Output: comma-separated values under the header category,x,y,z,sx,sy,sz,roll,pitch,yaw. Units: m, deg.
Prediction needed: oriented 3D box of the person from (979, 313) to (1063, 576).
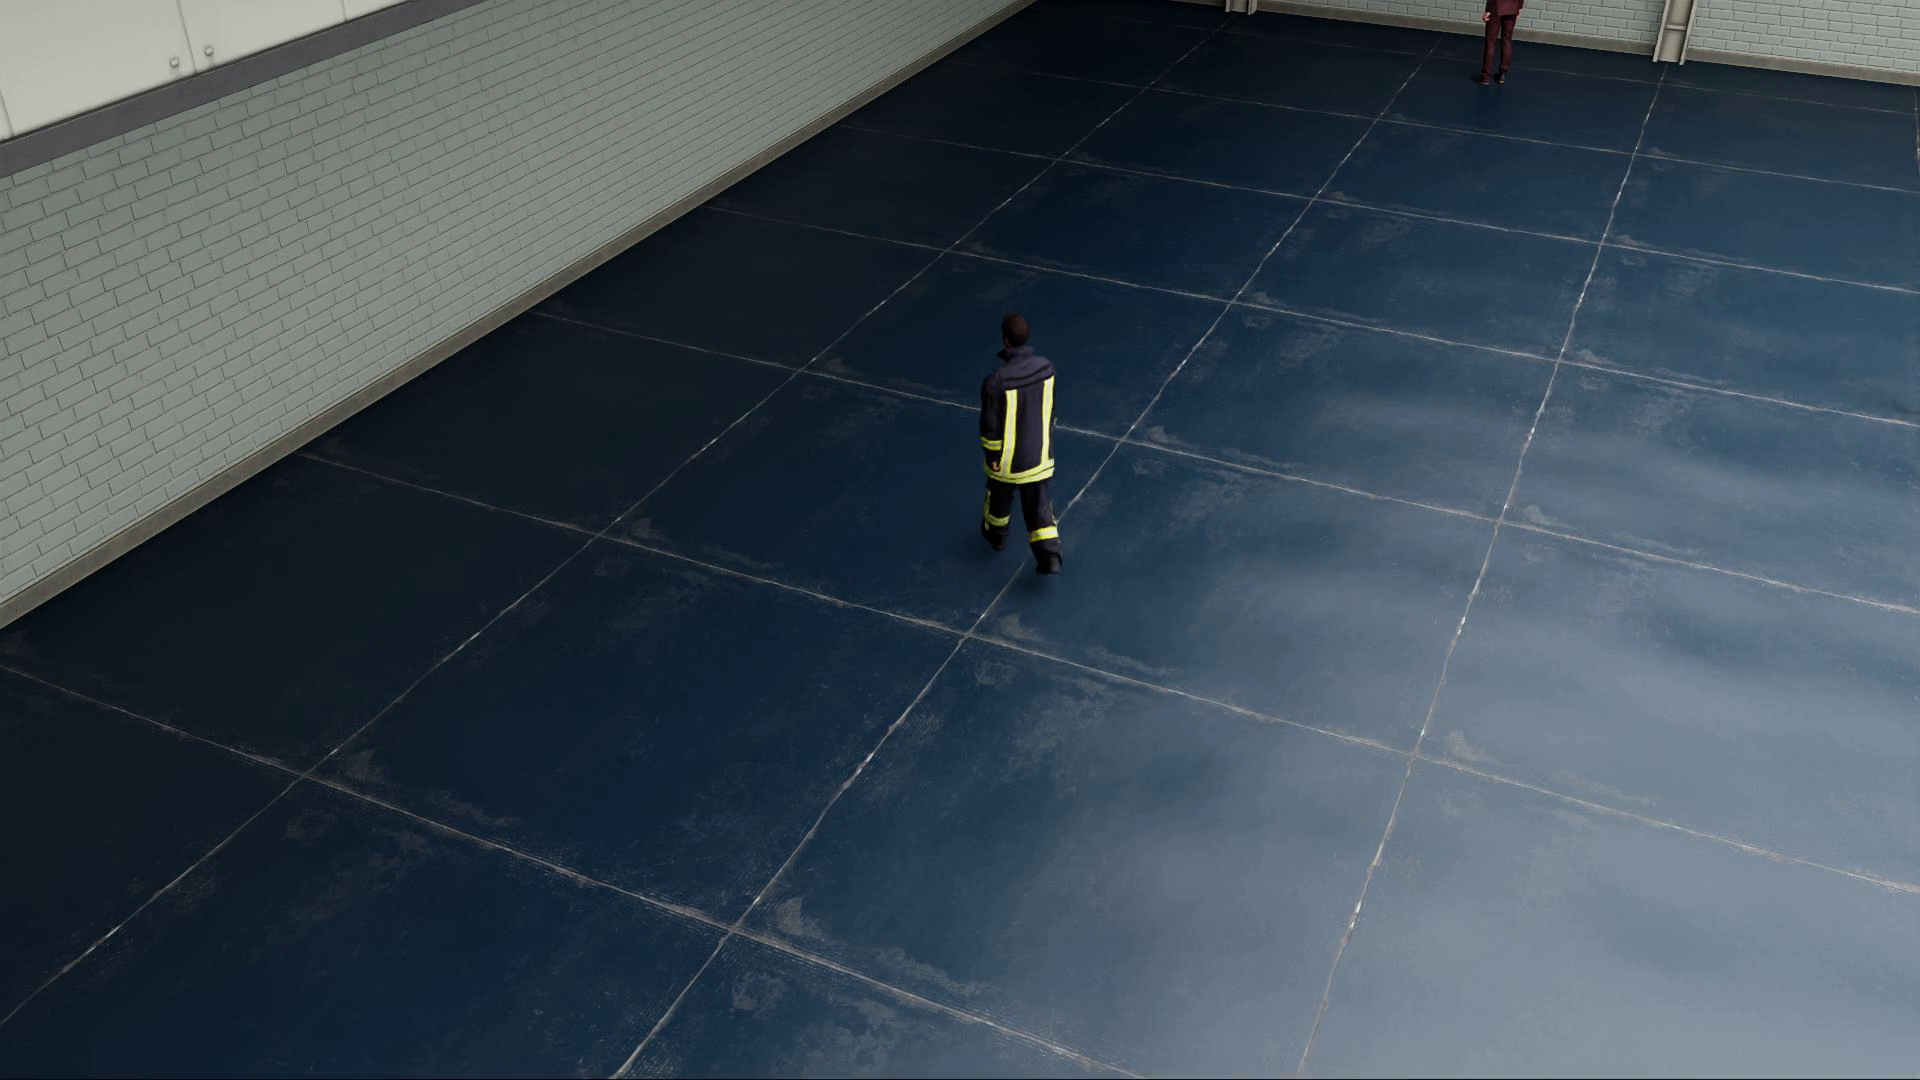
category,x,y,z,sx,sy,sz,roll,pitch,yaw
person,0.460,-0.609,11.409,1.241,1.891,1.325,-13,34,-19

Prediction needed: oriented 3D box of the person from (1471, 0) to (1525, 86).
category,x,y,z,sx,sy,sz,roll,pitch,yaw
person,6.929,-6.768,21.195,0.758,1.865,0.839,-8,33,-12
